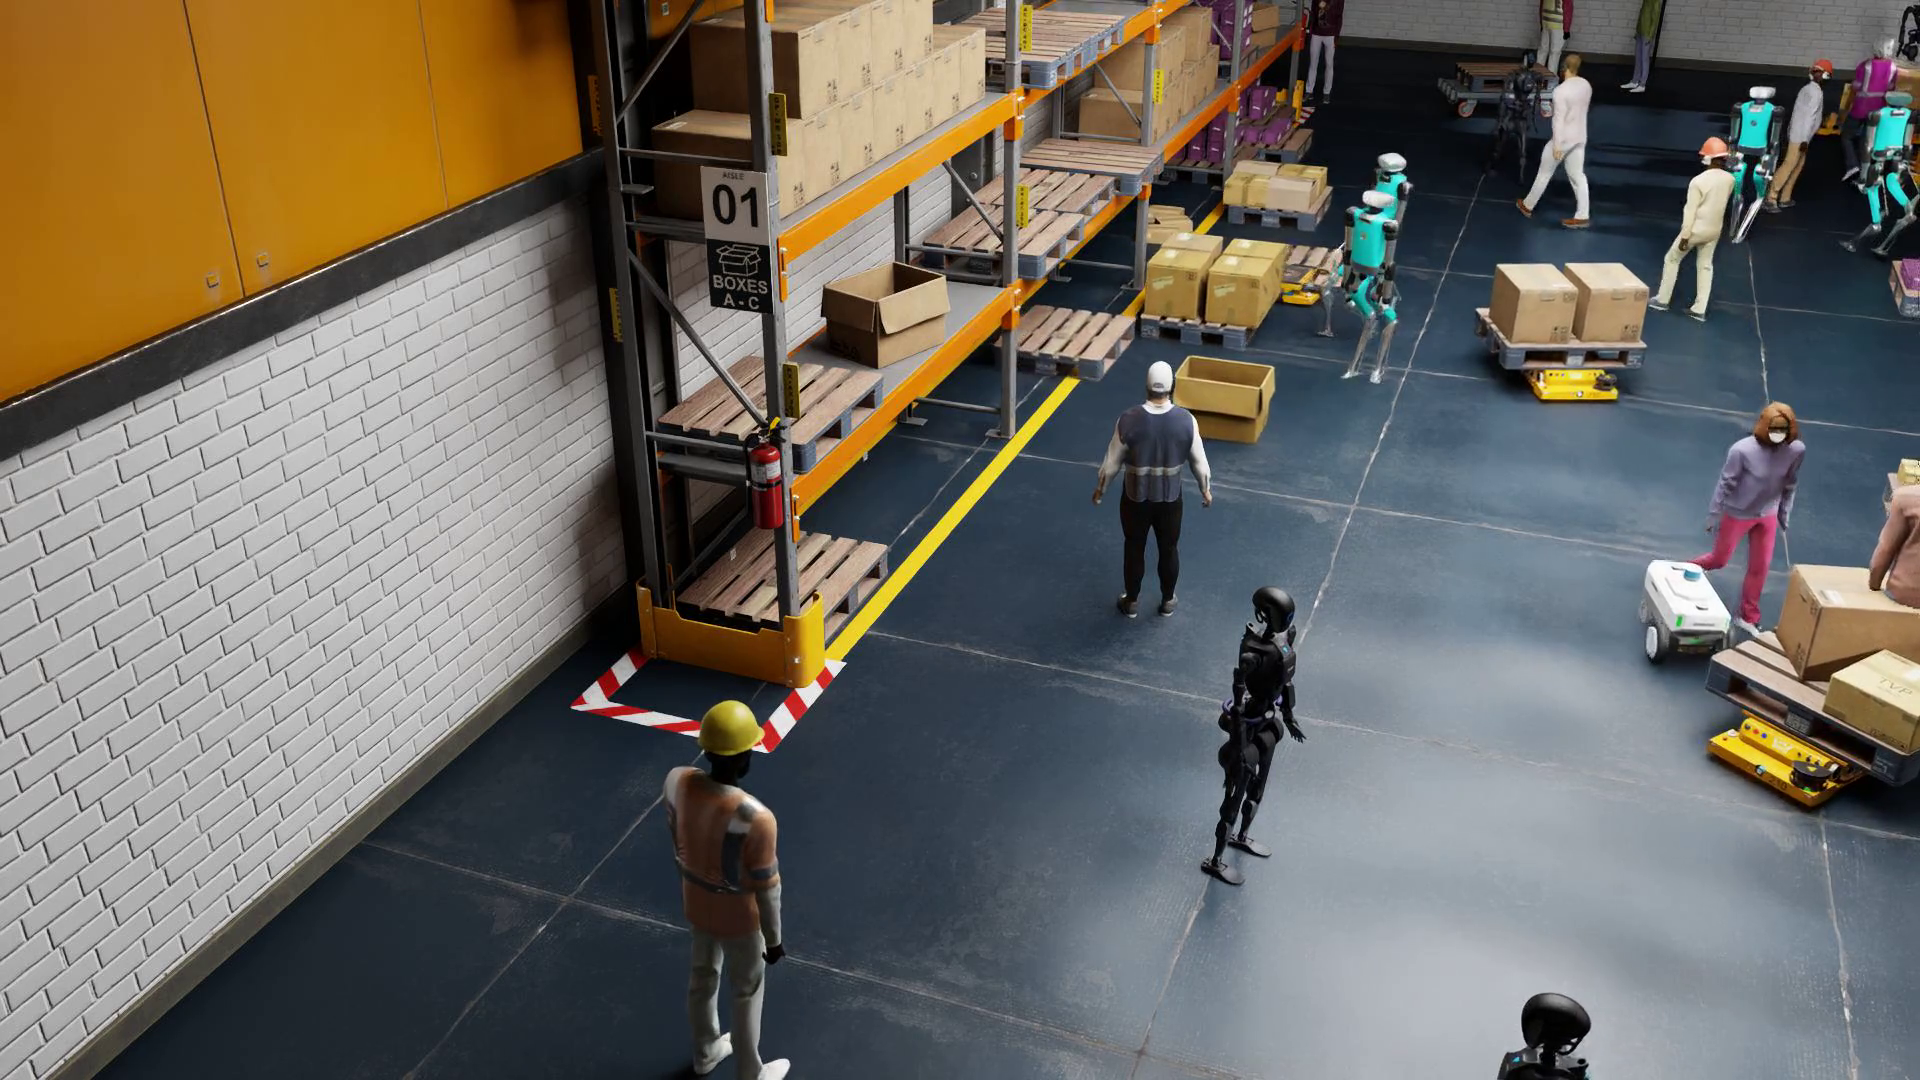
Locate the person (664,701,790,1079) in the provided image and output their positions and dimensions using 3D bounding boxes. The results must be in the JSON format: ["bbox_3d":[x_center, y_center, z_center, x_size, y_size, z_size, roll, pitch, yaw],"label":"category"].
[{"bbox_3d":[-0.958,1.522,7.007,0.581,1.917,0.411,18,32,31],"label":"person"}]

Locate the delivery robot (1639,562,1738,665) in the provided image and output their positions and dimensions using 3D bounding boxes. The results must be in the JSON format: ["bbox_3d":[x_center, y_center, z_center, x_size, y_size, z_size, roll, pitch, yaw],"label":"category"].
[{"bbox_3d":[4.609,0.450,10.572,0.499,0.600,0.801,2,27,4],"label":"delivery robot"}]

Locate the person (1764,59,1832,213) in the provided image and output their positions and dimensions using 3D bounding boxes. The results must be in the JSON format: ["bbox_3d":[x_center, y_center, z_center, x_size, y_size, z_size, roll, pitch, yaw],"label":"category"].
[{"bbox_3d":[9.712,-4.676,19.256,0.461,1.703,0.638,8,28,16],"label":"person"}]

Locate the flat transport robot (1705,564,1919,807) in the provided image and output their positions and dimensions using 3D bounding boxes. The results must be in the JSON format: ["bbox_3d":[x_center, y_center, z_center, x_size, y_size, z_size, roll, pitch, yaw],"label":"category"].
[{"bbox_3d":[5.074,1.092,9.632,1.431,0.231,0.659,-16,31,-28],"label":"flat transport robot"}]

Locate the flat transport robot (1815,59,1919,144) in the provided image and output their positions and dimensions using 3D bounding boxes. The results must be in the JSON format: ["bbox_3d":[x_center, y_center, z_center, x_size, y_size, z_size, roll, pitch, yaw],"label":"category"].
[{"bbox_3d":[12.414,-5.607,22.627,1.431,0.231,0.659,13,30,24],"label":"flat transport robot"}]

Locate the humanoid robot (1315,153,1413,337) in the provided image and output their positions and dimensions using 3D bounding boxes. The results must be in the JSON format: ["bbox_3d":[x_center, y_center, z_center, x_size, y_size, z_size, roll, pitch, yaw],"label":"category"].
[{"bbox_3d":[3.628,-2.650,15.345,0.860,1.792,0.554,-7,28,-14],"label":"humanoid robot"}]

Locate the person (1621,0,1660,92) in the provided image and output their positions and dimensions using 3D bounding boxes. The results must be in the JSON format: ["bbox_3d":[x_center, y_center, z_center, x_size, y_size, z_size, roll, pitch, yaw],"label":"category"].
[{"bbox_3d":[10.251,-7.559,24.922,0.282,1.633,0.499,-2,27,-3],"label":"person"}]

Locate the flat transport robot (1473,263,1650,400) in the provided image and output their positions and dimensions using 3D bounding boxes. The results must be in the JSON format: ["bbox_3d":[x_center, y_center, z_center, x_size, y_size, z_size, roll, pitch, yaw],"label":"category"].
[{"bbox_3d":[5.300,-1.598,14.850,0.659,0.231,1.431,0,27,0],"label":"flat transport robot"}]

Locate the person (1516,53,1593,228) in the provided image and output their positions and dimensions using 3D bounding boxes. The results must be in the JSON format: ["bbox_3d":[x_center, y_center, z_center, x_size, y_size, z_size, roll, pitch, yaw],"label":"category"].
[{"bbox_3d":[6.797,-4.489,18.694,0.652,1.876,1.033,-16,31,-28],"label":"person"}]

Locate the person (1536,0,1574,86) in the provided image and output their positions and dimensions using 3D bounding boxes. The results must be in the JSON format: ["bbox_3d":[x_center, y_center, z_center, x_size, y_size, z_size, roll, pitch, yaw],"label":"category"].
[{"bbox_3d":[8.957,-7.712,24.990,0.429,1.846,0.632,-10,29,-19],"label":"person"}]

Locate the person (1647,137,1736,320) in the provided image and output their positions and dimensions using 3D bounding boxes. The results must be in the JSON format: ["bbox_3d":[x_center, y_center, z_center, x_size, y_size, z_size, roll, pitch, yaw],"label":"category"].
[{"bbox_3d":[7.042,-3.013,15.999,0.585,1.724,0.719,-12,29,-21],"label":"person"}]

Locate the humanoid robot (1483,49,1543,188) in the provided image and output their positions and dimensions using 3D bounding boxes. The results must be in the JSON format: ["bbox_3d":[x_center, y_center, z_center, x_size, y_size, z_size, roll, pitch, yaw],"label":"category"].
[{"bbox_3d":[6.781,-5.167,20.304,0.608,1.622,0.836,-8,28,-14],"label":"humanoid robot"}]

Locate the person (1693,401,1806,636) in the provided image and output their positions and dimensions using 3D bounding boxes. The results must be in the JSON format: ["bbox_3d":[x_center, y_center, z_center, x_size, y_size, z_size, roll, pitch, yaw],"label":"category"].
[{"bbox_3d":[5.019,-0.184,10.659,0.524,1.613,0.643,-5,28,-10],"label":"person"}]

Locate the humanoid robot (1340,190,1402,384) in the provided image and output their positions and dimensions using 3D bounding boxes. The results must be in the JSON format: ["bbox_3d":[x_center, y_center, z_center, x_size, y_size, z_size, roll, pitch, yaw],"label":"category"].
[{"bbox_3d":[3.650,-2.205,14.411,0.767,1.755,0.567,-21,34,-34],"label":"humanoid robot"}]

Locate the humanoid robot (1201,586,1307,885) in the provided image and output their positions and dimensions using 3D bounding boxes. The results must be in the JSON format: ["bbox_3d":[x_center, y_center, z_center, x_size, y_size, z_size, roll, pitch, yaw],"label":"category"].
[{"bbox_3d":[1.495,0.960,8.346,0.344,1.651,0.601,20,34,34],"label":"humanoid robot"}]

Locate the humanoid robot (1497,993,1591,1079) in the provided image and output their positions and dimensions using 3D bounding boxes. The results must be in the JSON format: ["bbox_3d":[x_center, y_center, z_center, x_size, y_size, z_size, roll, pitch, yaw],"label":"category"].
[{"bbox_3d":[2.057,2.238,5.884,0.588,1.635,0.585,8,28,15],"label":"humanoid robot"}]

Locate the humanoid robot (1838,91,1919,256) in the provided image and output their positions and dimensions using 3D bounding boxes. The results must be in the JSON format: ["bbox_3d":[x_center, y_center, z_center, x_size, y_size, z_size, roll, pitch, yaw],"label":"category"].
[{"bbox_3d":[9.757,-3.771,17.462,0.552,1.762,0.927,-2,27,-4],"label":"humanoid robot"}]

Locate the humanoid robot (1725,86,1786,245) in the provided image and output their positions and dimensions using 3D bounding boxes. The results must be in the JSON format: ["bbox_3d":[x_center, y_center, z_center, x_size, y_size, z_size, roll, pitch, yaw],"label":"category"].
[{"bbox_3d":[8.626,-4.032,18.084,0.549,1.883,0.813,20,33,33],"label":"humanoid robot"}]

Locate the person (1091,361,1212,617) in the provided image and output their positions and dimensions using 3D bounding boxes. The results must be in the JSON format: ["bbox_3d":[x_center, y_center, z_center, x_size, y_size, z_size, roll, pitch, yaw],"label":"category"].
[{"bbox_3d":[1.243,-0.314,10.732,0.774,1.757,0.437,0,27,0],"label":"person"}]

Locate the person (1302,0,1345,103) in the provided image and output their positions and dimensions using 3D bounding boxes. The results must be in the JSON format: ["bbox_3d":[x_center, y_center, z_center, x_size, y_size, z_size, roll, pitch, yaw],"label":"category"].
[{"bbox_3d":[5.312,-7.384,24.240,0.491,1.952,0.422,12,30,22],"label":"person"}]

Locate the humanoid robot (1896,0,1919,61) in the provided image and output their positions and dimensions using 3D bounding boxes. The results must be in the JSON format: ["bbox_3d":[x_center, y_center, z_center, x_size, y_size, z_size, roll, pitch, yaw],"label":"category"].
[{"bbox_3d":[13.999,-7.225,24.237,0.612,1.630,0.414,19,33,33],"label":"humanoid robot"}]

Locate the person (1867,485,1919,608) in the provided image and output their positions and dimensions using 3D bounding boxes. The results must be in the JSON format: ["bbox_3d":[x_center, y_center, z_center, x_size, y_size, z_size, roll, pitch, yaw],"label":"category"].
[{"bbox_3d":[5.432,0.274,9.349,0.630,1.985,0.409,8,28,15],"label":"person"}]

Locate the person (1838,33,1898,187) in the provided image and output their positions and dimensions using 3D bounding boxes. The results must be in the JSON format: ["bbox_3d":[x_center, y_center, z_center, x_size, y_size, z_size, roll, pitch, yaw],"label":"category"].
[{"bbox_3d":[10.946,-5.174,20.084,0.578,1.824,0.441,1,27,2],"label":"person"}]

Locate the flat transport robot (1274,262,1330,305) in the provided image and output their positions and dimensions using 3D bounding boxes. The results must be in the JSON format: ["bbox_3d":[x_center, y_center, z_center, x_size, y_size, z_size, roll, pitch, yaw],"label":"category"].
[{"bbox_3d":[2.982,-2.658,16.906,1.431,0.231,0.659,13,30,23],"label":"flat transport robot"}]
